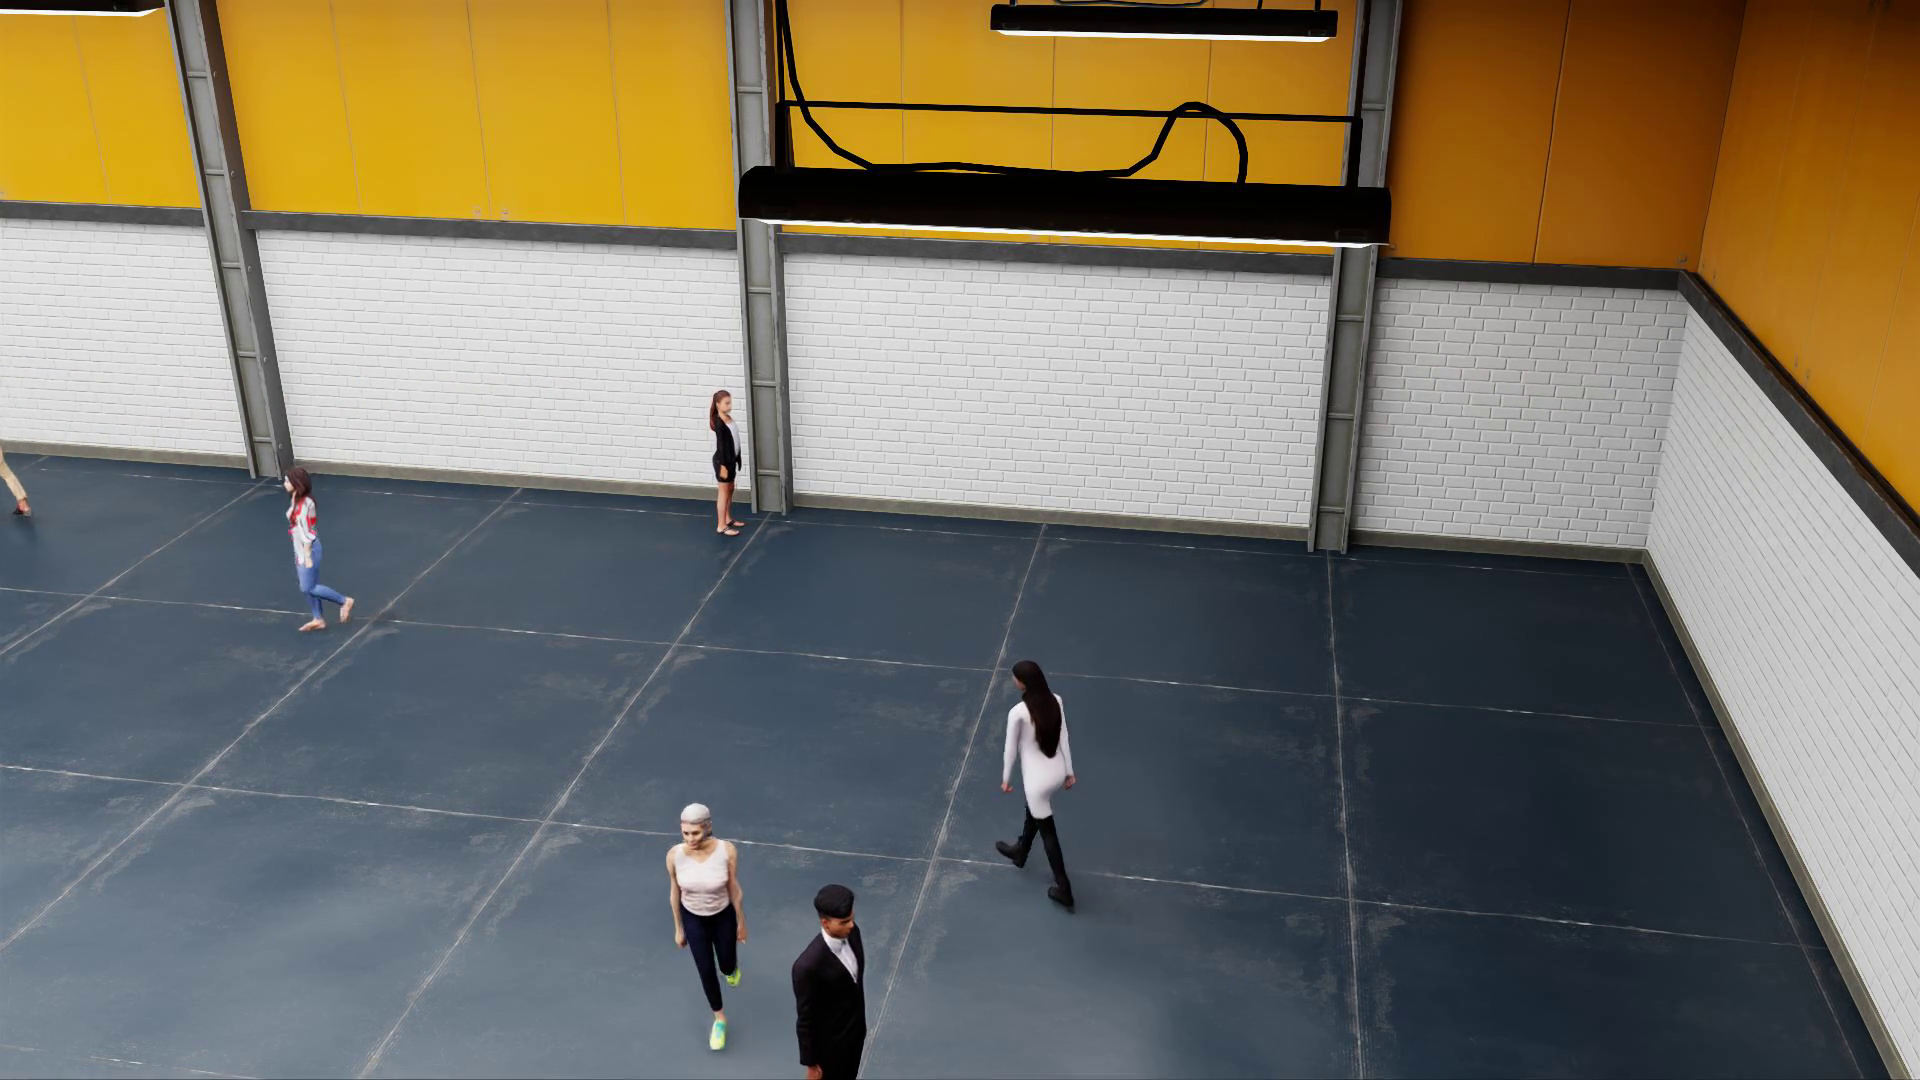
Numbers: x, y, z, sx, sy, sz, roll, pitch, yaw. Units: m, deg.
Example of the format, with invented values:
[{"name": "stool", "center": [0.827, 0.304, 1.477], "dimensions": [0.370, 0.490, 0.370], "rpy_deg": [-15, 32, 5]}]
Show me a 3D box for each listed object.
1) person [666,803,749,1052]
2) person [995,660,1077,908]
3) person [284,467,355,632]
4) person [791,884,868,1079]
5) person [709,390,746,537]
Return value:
[{"name": "person", "center": [-1.541, 2.292, 10.224], "dimensions": [0.887, 1.681, 0.787], "rpy_deg": [-2, 24, -5]}, {"name": "person", "center": [0.624, 1.707, 11.463], "dimensions": [1.037, 1.761, 1.144], "rpy_deg": [-15, 28, -31]}, {"name": "person", "center": [-5.943, 0.089, 15.361], "dimensions": [0.887, 1.604, 0.817], "rpy_deg": [-12, 27, -26]}, {"name": "person", "center": [-0.692, 2.681, 9.085], "dimensions": [0.683, 1.882, 0.760], "rpy_deg": [13, 27, 27]}, {"name": "person", "center": [-2.472, -0.835, 17.536], "dimensions": [0.528, 1.554, 0.532], "rpy_deg": [5, 24, 11]}]
